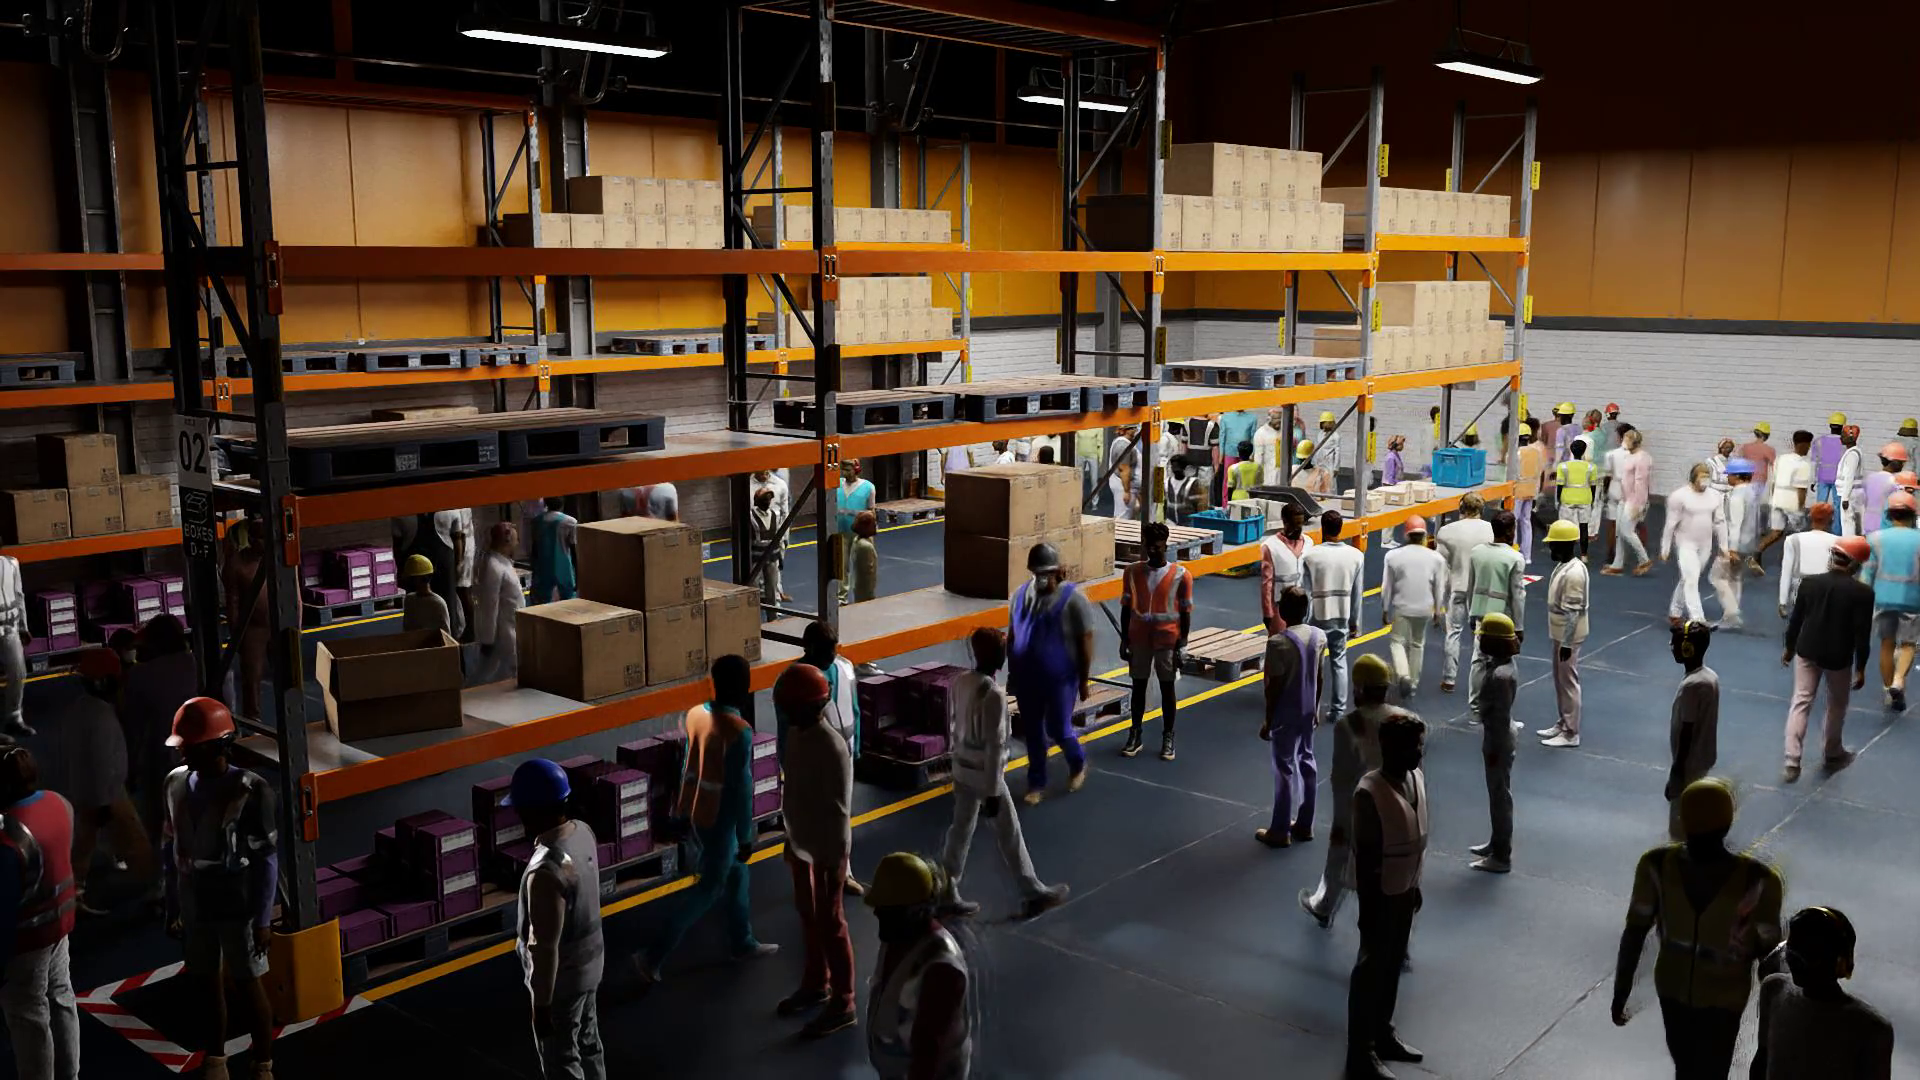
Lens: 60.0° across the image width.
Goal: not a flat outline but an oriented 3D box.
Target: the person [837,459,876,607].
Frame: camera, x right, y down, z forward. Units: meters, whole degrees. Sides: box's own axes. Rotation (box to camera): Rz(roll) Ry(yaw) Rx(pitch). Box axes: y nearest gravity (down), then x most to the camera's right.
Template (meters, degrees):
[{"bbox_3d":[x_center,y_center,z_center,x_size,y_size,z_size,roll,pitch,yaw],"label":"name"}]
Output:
[{"bbox_3d":[-1.244,-0.068,19.296,0.563,1.837,0.389,4,10,22],"label":"person"}]

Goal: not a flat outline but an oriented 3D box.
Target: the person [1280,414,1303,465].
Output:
[{"bbox_3d":[4.861,-0.987,24.714,0.424,1.866,0.682,0,10,2],"label":"person"}]

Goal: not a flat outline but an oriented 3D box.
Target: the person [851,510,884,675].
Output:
[{"bbox_3d":[-0.930,0.520,16.430,0.268,1.635,0.527,-3,10,-17],"label":"person"}]

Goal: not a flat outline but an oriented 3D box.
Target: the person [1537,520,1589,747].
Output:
[{"bbox_3d":[5.070,0.782,13.996,0.398,1.919,0.589,2,10,10],"label":"person"}]

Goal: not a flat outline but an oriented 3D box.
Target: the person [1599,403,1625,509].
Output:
[{"bbox_3d":[10.699,-1.382,27.389,0.572,1.749,0.343,-3,10,-16],"label":"person"}]

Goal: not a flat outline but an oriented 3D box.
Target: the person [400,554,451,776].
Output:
[{"bbox_3d":[-4.258,0.986,13.220,0.533,1.768,0.311,7,12,36],"label":"person"}]

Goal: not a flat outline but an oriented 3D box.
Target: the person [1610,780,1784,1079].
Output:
[{"bbox_3d":[3.096,1.952,7.077,0.620,1.882,0.930,8,13,41],"label":"person"}]

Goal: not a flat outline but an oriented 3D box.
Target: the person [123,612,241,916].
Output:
[{"bbox_3d":[-4.920,1.375,10.547,0.687,1.894,0.726,-5,11,-27],"label":"person"}]

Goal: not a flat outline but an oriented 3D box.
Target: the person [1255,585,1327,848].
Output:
[{"bbox_3d":[2.304,1.219,11.590,0.508,1.846,0.345,-6,11,-32],"label":"person"}]

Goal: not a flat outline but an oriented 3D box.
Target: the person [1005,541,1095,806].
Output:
[{"bbox_3d":[0.641,0.980,12.433,0.698,2.000,0.586,6,11,32],"label":"person"}]

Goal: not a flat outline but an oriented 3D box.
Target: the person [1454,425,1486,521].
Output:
[{"bbox_3d":[7.475,-0.868,24.527,0.497,1.695,0.930,5,11,26],"label":"person"}]

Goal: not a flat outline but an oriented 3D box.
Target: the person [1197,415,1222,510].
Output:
[{"bbox_3d":[3.936,-1.214,26.775,0.531,1.624,0.373,-1,10,-5],"label":"person"}]

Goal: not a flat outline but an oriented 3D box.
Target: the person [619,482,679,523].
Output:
[{"bbox_3d":[-3.458,-0.029,18.457,0.696,2.000,0.737,3,10,18],"label":"person"}]

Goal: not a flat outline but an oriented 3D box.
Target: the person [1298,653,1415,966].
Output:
[{"bbox_3d":[2.391,1.543,9.838,0.622,1.776,0.942,-3,10,-20],"label":"person"}]

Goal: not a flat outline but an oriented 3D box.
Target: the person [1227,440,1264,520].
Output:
[{"bbox_3d":[3.809,-0.489,22.258,0.530,1.689,0.322,-2,10,-13],"label":"person"}]

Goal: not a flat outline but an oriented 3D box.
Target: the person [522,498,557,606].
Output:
[{"bbox_3d":[-4.582,0.106,18.157,0.366,1.879,0.621,-6,11,-31],"label":"person"}]

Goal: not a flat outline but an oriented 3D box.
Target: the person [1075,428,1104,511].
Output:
[{"bbox_3d":[2.080,-1.343,27.156,0.528,1.761,0.343,3,10,16],"label":"person"}]

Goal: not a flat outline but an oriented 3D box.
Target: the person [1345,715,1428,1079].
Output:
[{"bbox_3d":[2.136,1.762,8.344,0.374,1.843,0.574,8,12,39],"label":"person"}]

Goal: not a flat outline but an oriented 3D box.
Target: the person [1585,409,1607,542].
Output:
[{"bbox_3d":[9.183,-0.939,24.196,0.359,1.938,0.635,7,12,35],"label":"person"}]

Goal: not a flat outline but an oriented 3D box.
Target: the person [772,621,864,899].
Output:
[{"bbox_3d":[-0.876,1.404,10.541,0.638,1.830,0.429,-9,13,-44],"label":"person"}]

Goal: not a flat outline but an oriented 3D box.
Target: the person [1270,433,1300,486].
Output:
[{"bbox_3d":[4.147,-0.421,21.192,0.404,1.906,0.549,0,10,-3],"label":"person"}]

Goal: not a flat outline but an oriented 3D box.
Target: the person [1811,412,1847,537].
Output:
[{"bbox_3d":[12.461,-0.861,23.759,0.585,1.929,0.371,8,13,41],"label":"person"}]

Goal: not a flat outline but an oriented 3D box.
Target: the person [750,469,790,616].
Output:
[{"bbox_3d":[-2.269,-0.057,19.061,0.646,1.900,0.400,-2,10,-10],"label":"person"}]

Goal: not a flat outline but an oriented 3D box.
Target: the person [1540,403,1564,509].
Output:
[{"bbox_3d":[9.825,-1.386,27.419,0.532,1.756,0.337,7,12,37],"label":"person"}]

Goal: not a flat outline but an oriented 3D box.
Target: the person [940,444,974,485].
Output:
[{"bbox_3d":[-0.045,-0.975,24.688,0.507,1.847,0.345,-1,10,-5],"label":"person"}]

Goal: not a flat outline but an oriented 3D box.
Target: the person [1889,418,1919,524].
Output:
[{"bbox_3d":[14.153,-0.964,24.924,0.323,1.743,0.489,-7,12,-35],"label":"person"}]

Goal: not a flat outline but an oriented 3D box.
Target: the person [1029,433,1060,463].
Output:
[{"bbox_3d":[1.259,-0.779,23.120,0.659,1.972,0.706,2,10,10],"label":"person"}]

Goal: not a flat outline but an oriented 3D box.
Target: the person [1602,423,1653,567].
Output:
[{"bbox_3d":[8.954,-0.601,22.245,0.644,1.917,0.781,7,12,36],"label":"person"}]

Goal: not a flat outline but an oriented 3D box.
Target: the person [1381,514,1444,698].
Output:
[{"bbox_3d":[4.208,0.628,15.460,0.572,1.735,0.612,1,10,3],"label":"person"}]

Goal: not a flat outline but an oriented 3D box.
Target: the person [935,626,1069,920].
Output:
[{"bbox_3d":[0.240,1.437,10.283,0.863,1.845,0.613,-4,10,-25],"label":"person"}]

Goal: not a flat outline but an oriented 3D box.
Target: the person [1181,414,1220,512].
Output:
[{"bbox_3d":[3.685,-1.193,25.450,0.612,2.031,0.403,5,11,28],"label":"person"}]

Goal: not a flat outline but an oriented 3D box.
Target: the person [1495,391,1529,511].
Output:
[{"bbox_3d":[9.011,-1.493,27.199,0.535,2.000,0.716,8,12,40],"label":"person"}]

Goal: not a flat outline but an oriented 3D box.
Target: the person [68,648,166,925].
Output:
[{"bbox_3d":[-5.199,1.502,10.298,0.567,1.713,0.858,9,13,44],"label":"person"}]

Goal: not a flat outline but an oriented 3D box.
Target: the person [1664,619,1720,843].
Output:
[{"bbox_3d":[4.531,1.418,10.387,0.336,1.855,0.530,7,12,35],"label":"person"}]

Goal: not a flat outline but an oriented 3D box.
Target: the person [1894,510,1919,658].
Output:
[{"bbox_3d":[9.973,0.315,16.974,0.732,1.856,0.616,1,10,3],"label":"person"}]

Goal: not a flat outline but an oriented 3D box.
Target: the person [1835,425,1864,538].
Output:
[{"bbox_3d":[12.007,-0.618,22.479,0.351,1.878,0.569,6,11,32],"label":"person"}]

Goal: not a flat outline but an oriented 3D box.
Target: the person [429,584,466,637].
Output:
[{"bbox_3d":[-5.498,0.145,17.680,0.614,1.950,0.375,-1,10,-3],"label":"person"}]

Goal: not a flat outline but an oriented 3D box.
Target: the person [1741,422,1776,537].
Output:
[{"bbox_3d":[11.708,-0.856,24.318,0.819,1.731,0.533,-4,10,-22],"label":"person"}]

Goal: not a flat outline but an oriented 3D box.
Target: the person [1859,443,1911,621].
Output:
[{"bbox_3d":[10.497,-0.092,18.884,0.433,2.033,0.629,-1,10,-5],"label":"person"}]

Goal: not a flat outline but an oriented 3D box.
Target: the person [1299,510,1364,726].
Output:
[{"bbox_3d":[3.239,0.689,14.581,0.598,1.908,0.401,-2,10,-14],"label":"person"}]

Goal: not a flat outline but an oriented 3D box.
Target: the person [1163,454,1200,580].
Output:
[{"bbox_3d":[2.786,-0.269,21.009,0.541,1.668,0.787,5,11,28],"label":"person"}]

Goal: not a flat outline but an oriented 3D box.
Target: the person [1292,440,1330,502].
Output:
[{"bbox_3d":[4.187,-0.269,20.251,0.585,1.920,0.373,5,11,29],"label":"person"}]
